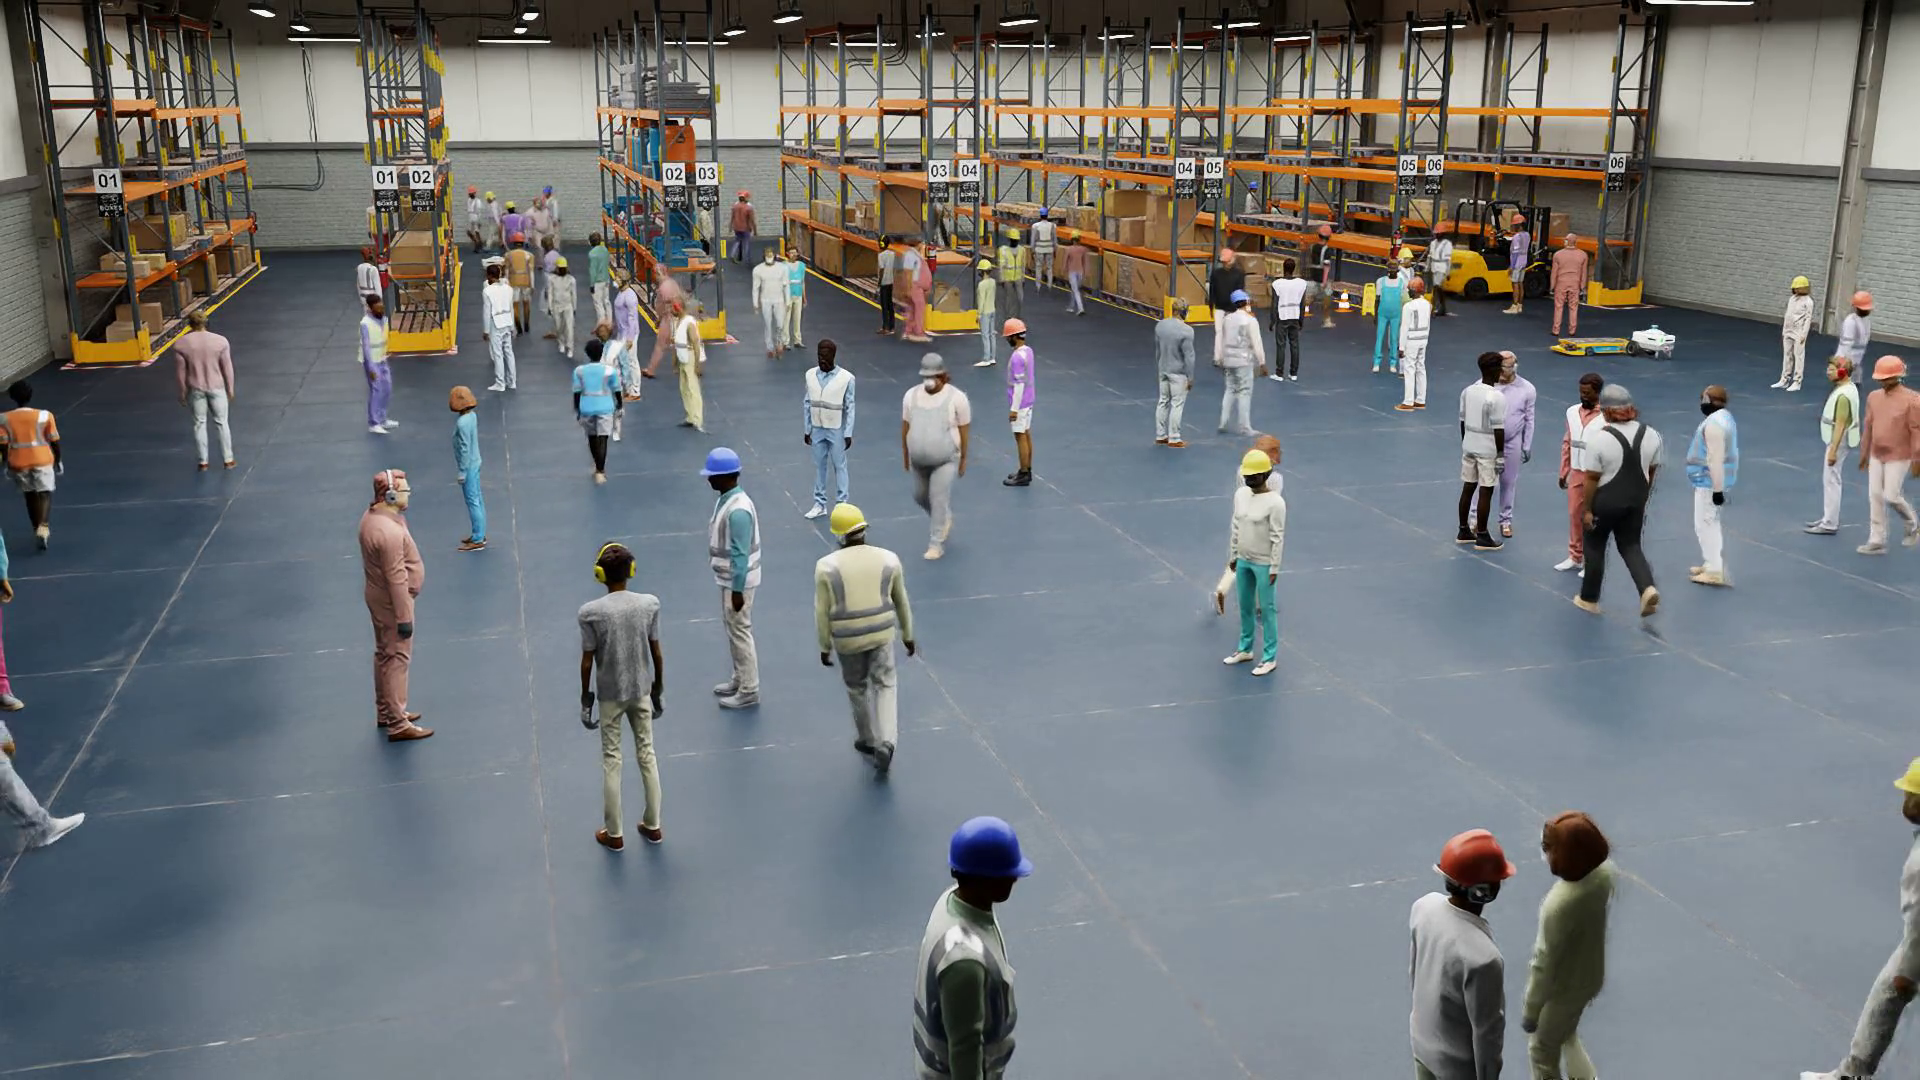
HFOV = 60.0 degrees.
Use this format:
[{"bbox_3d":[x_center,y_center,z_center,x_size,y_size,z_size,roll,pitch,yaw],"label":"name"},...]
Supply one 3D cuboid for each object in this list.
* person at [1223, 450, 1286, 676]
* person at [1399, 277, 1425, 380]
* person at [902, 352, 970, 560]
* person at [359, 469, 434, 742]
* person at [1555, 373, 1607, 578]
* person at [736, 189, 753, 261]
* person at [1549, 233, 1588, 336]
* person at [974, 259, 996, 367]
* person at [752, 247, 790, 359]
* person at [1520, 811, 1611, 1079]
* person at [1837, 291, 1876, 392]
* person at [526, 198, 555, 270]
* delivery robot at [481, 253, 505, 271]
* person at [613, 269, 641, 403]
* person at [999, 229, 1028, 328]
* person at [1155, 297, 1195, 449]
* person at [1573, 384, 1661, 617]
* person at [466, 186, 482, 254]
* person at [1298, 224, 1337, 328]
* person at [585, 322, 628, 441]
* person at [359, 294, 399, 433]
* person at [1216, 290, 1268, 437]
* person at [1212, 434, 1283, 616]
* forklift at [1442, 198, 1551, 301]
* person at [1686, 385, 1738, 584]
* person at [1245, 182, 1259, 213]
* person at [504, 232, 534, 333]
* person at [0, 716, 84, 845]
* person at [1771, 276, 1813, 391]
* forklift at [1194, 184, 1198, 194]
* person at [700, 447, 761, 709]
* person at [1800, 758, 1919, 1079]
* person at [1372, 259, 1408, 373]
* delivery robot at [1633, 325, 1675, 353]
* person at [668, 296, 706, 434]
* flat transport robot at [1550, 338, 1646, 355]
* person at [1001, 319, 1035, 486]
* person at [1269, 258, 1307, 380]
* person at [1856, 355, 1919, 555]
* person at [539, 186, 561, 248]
[{"bbox_3d":[2.272,0.164,12.864,0.333,1.760,0.528,-10,18,-33],"label":"person"},{"bbox_3d":[7.168,-3.357,26.370,0.287,1.628,0.505,-7,16,-25],"label":"person"},{"bbox_3d":[-0.226,-0.874,16.225,0.683,2.000,0.783,6,16,21],"label":"person"},{"bbox_3d":[-3.911,0.442,11.560,0.395,1.899,0.640,-8,17,-29],"label":"person"},{"bbox_3d":[5.866,-0.617,15.521,0.405,1.906,0.604,-9,17,-31],"label":"person"},{"bbox_3d":[-5.929,-8.626,45.591,0.543,1.940,0.361,3,15,11],"label":"person"},{"bbox_3d":[11.364,-4.764,31.121,0.651,1.907,0.410,2,15,7],"label":"person"},{"bbox_3d":[0.416,-3.770,27.647,0.315,1.769,0.523,7,17,26],"label":"person"},{"bbox_3d":[-3.209,-4.016,28.287,0.656,1.913,0.690,-2,15,-6],"label":"person"},{"bbox_3d":[2.507,1.838,6.829,0.466,1.611,0.568,14,20,42],"label":"person"},{"bbox_3d":[11.944,-2.399,22.250,0.575,1.889,0.505,-11,19,-36],"label":"person"},{"bbox_3d":[-10.764,-7.881,42.935,0.765,1.863,0.630,12,19,37],"label":"person"},{"bbox_3d":[-11.661,-6.962,41.802,0.707,0.478,0.477,-3,15,-12],"label":"delivery robot"},{"bbox_3d":[-4.892,-2.993,24.395,0.367,1.939,0.634,-7,16,-24],"label":"person"},{"bbox_3d":[1.060,-5.048,32.195,0.600,1.896,0.809,-5,16,-18],"label":"person"},{"bbox_3d":[2.728,-2.108,21.097,0.389,1.927,0.639,-12,19,-37],"label":"person"},{"bbox_3d":[5.611,-0.322,14.149,0.694,2.000,0.798,-2,15,-9],"label":"person"},{"bbox_3d":[-13.905,-9.159,47.632,0.570,1.916,0.440,11,18,35],"label":"person"},{"bbox_3d":[6.893,-5.070,32.083,0.927,2.013,0.610,-8,17,-29],"label":"person"},{"bbox_3d":[-4.520,-1.996,21.314,0.534,1.587,0.896,-2,15,-8],"label":"person"},{"bbox_3d":[-7.741,-2.336,22.051,0.451,1.875,0.629,3,15,11],"label":"person"},{"bbox_3d":[3.689,-2.317,21.939,0.374,1.907,0.718,-8,17,-29],"label":"person"},{"bbox_3d":[2.479,-0.098,14.126,0.670,1.609,0.515,-11,18,-35],"label":"person"},{"bbox_3d":[11.913,-6.508,37.130,2.313,2.155,1.214,-4,15,-15],"label":"forklift"},{"bbox_3d":[6.937,-0.518,15.354,0.466,1.803,0.679,9,17,31],"label":"person"},{"bbox_3d":[8.664,-9.668,49.493,0.389,1.949,0.604,5,16,20],"label":"person"},{"bbox_3d":[-8.315,-4.852,31.443,0.549,1.919,0.771,-3,15,-13],"label":"person"},{"bbox_3d":[-5.593,1.077,9.529,0.888,1.690,0.506,-14,20,-41],"label":"person"},{"bbox_3d":[12.735,-3.153,25.375,0.298,1.744,0.486,-4,15,-15],"label":"person"},{"bbox_3d":[7.392,-11.333,53.972,1.873,2.768,1.129,-4,15,-15],"label":"forklift"},{"bbox_3d":[-1.657,0.270,12.127,0.419,1.937,0.616,-4,15,-16],"label":"person"},{"bbox_3d":[4.185,1.746,7.035,0.917,1.697,0.493,12,19,38],"label":"person"},{"bbox_3d":[6.958,-3.622,26.941,0.506,1.847,0.344,3,15,12],"label":"person"},{"bbox_3d":[11.906,-3.438,28.542,0.477,0.478,0.707,-6,16,-22],"label":"delivery robot"},{"bbox_3d":[-3.596,-2.340,22.206,0.421,1.814,0.733,-7,17,-26],"label":"person"},{"bbox_3d":[11.170,-3.397,29.111,1.431,0.197,0.652,-2,15,-8],"label":"flat transport robot"},{"bbox_3d":[0.659,-1.576,19.091,0.391,1.925,0.547,4,15,15],"label":"person"},{"bbox_3d":[5.166,-3.475,26.247,0.591,1.920,0.392,-4,15,-14],"label":"person"},{"bbox_3d":[9.062,-0.821,16.167,0.583,1.964,0.646,-5,16,-17],"label":"person"},{"bbox_3d":[-12.225,-9.644,49.636,0.649,1.834,0.431,5,16,17],"label":"person"}]
